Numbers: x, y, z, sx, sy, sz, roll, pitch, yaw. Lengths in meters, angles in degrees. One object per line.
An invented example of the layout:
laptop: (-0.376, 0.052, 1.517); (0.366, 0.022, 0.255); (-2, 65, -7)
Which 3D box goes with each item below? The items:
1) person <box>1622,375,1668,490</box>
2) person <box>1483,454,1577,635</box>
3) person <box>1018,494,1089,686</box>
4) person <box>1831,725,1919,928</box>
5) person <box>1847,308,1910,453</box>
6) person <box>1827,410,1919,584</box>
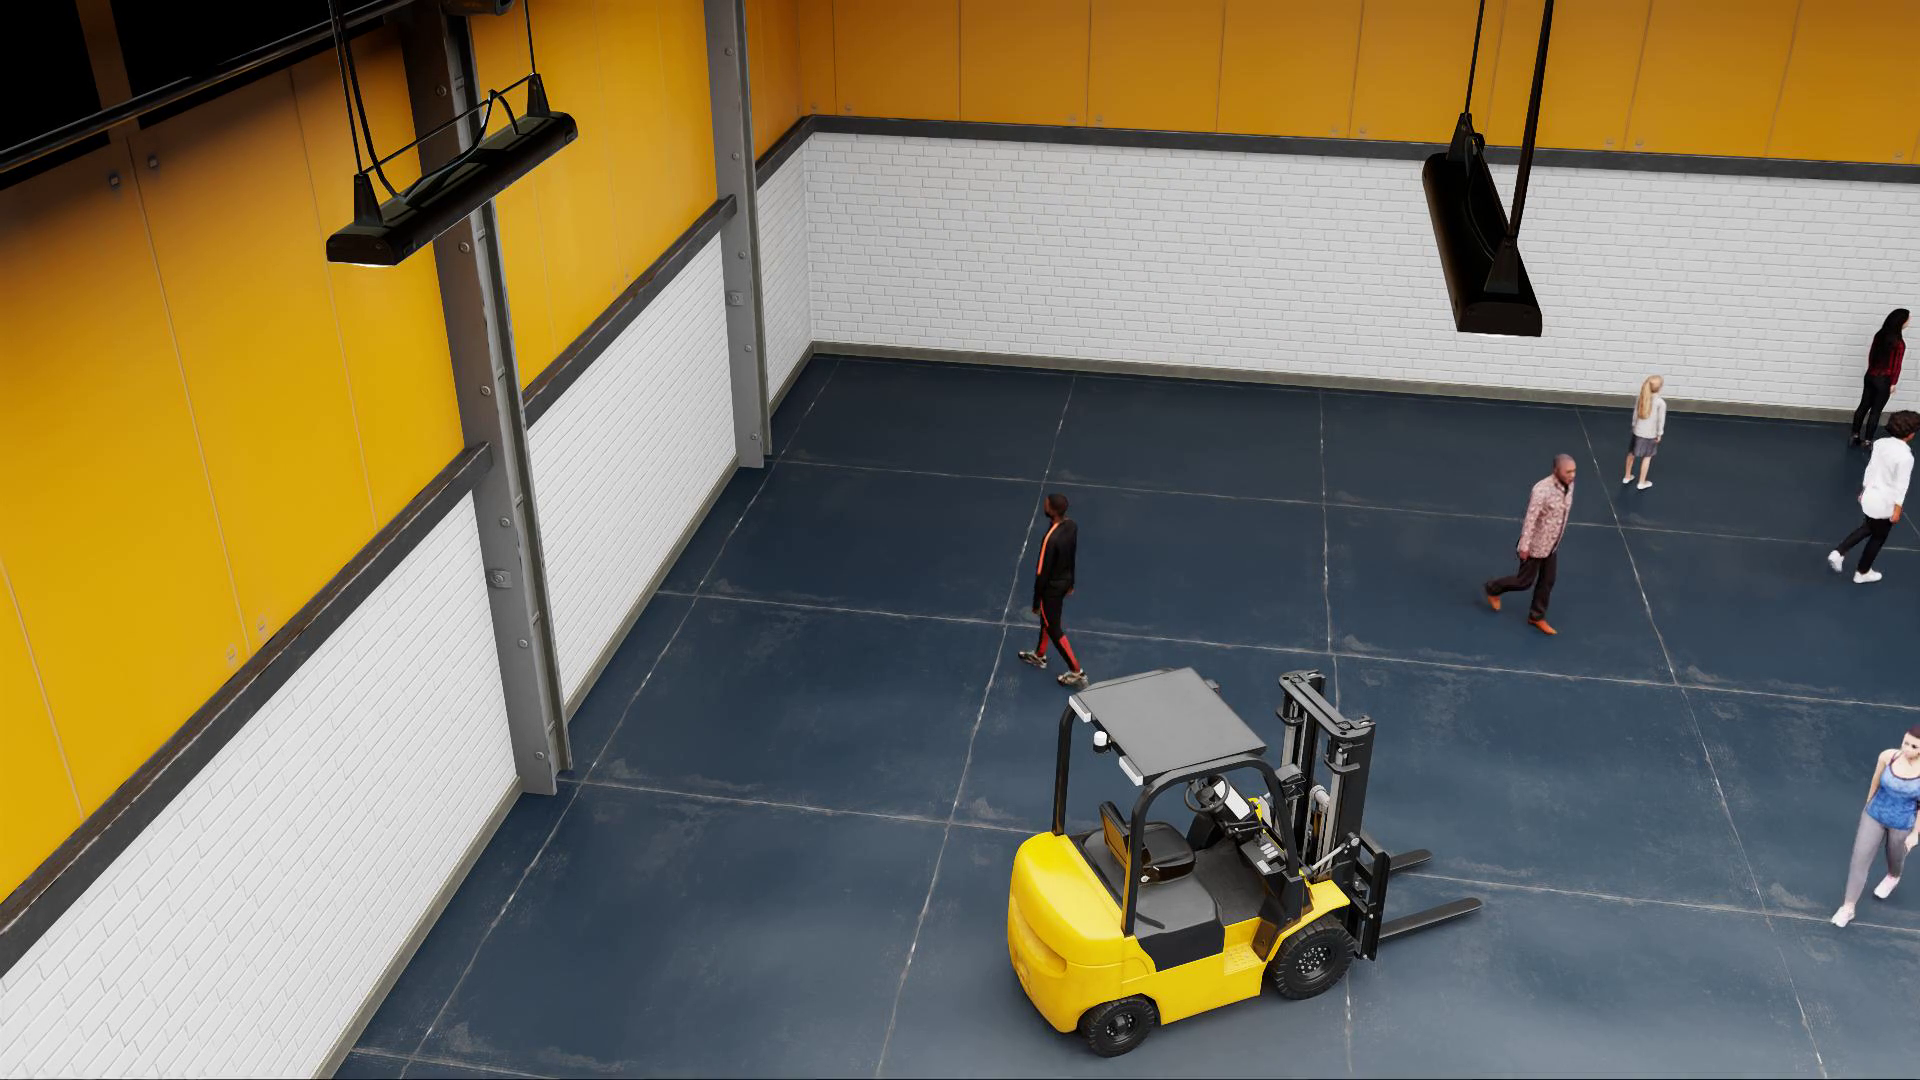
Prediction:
person: (7.330, -1.173, 17.774); (0.664, 1.275, 0.608); (-21, 35, -33)
person: (5.218, -0.019, 15.135); (1.057, 1.777, 1.127); (-18, 33, -29)
person: (0.869, 0.443, 14.279); (0.977, 1.785, 1.059); (18, 33, 29)
person: (6.589, 1.967, 11.704); (1.095, 1.577, 0.975); (-22, 36, -35)
person: (10.215, -1.780, 18.493); (0.714, 1.654, 0.585); (-7, 29, -13)
person: (8.682, -0.383, 15.781); (0.836, 1.798, 0.842); (-4, 29, -8)
